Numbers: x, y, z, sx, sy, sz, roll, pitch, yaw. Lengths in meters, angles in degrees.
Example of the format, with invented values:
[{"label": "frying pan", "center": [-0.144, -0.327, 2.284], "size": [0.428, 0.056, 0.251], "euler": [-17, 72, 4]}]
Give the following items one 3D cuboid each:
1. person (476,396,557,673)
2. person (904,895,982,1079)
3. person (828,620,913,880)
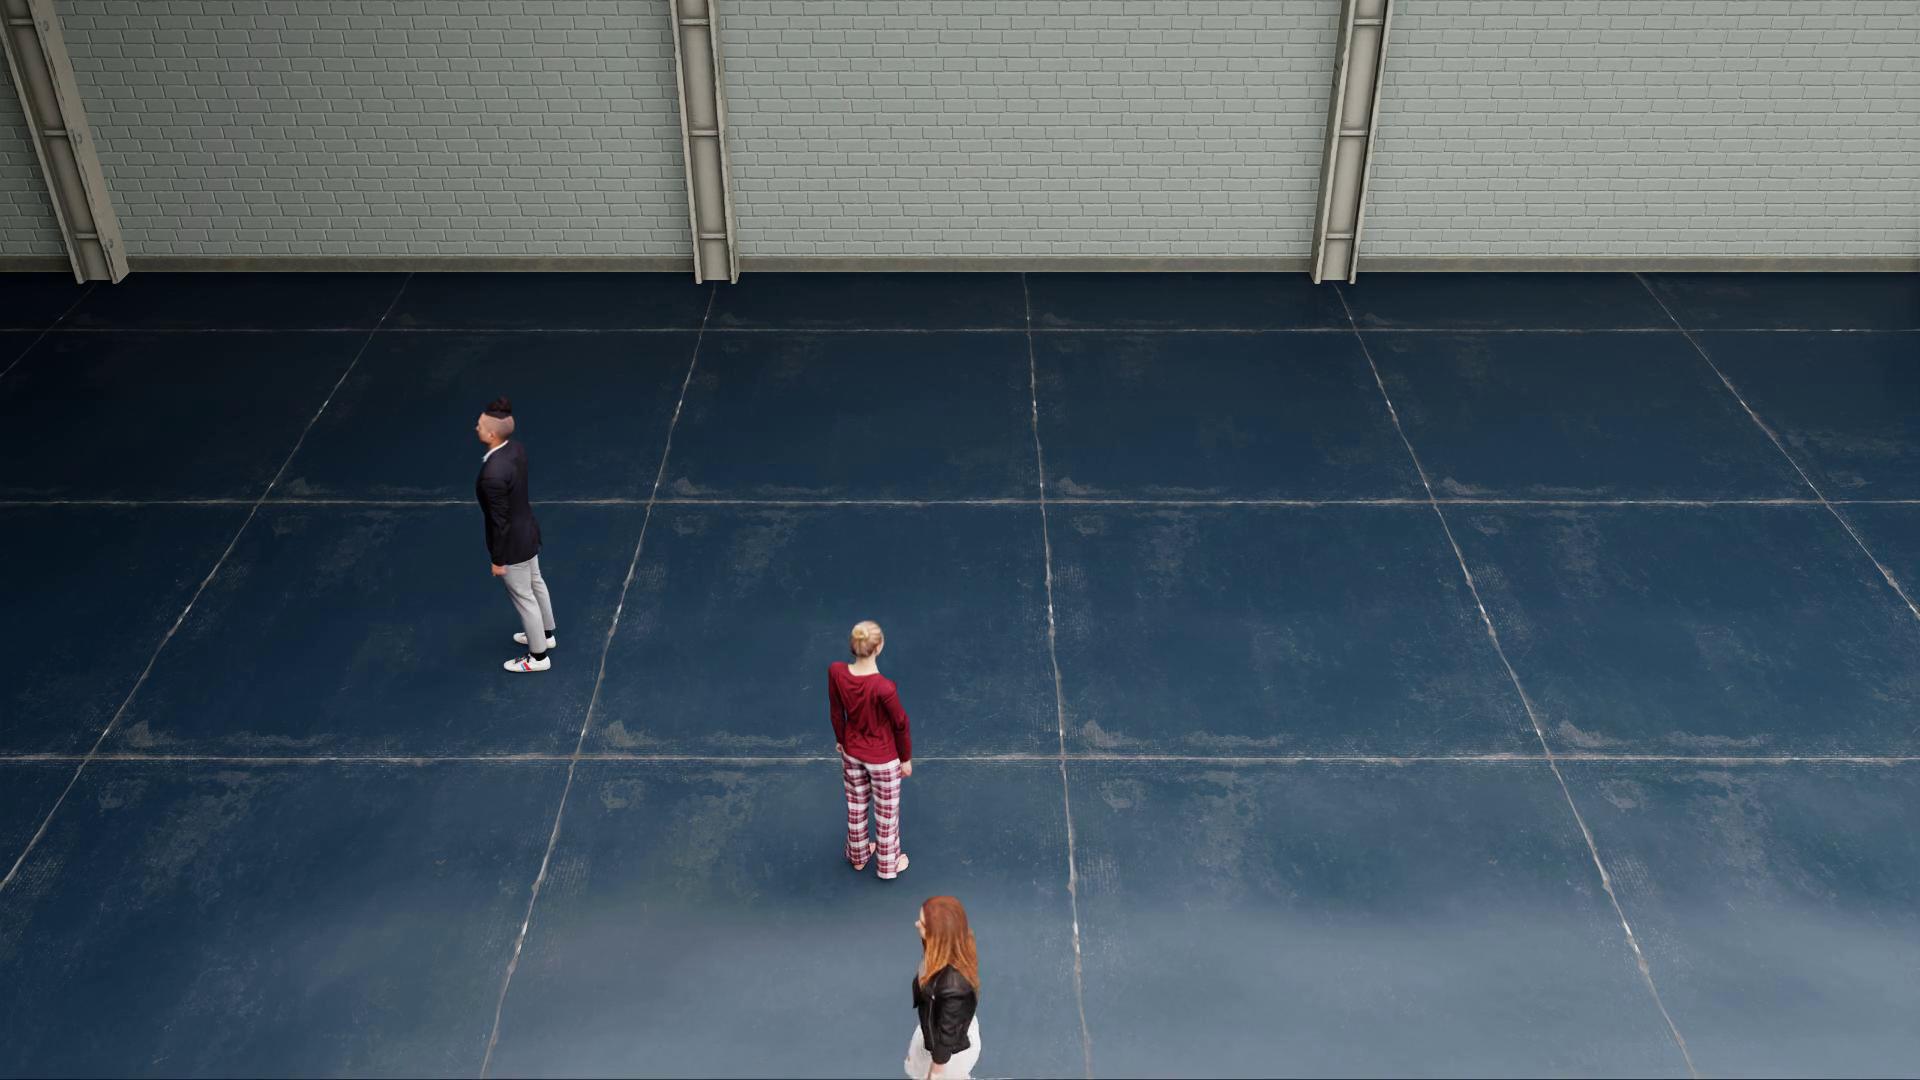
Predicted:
[{"label": "person", "center": [-2.826, -0.039, 10.559], "size": [0.577, 1.950, 0.693], "euler": [1, 33, 1]}, {"label": "person", "center": [0.030, 2.195, 7.359], "size": [0.567, 1.695, 0.629], "euler": [-1, 33, -2]}, {"label": "person", "center": [-0.480, 1.126, 8.993], "size": [0.606, 1.706, 0.743], "euler": [16, 36, 23]}]
